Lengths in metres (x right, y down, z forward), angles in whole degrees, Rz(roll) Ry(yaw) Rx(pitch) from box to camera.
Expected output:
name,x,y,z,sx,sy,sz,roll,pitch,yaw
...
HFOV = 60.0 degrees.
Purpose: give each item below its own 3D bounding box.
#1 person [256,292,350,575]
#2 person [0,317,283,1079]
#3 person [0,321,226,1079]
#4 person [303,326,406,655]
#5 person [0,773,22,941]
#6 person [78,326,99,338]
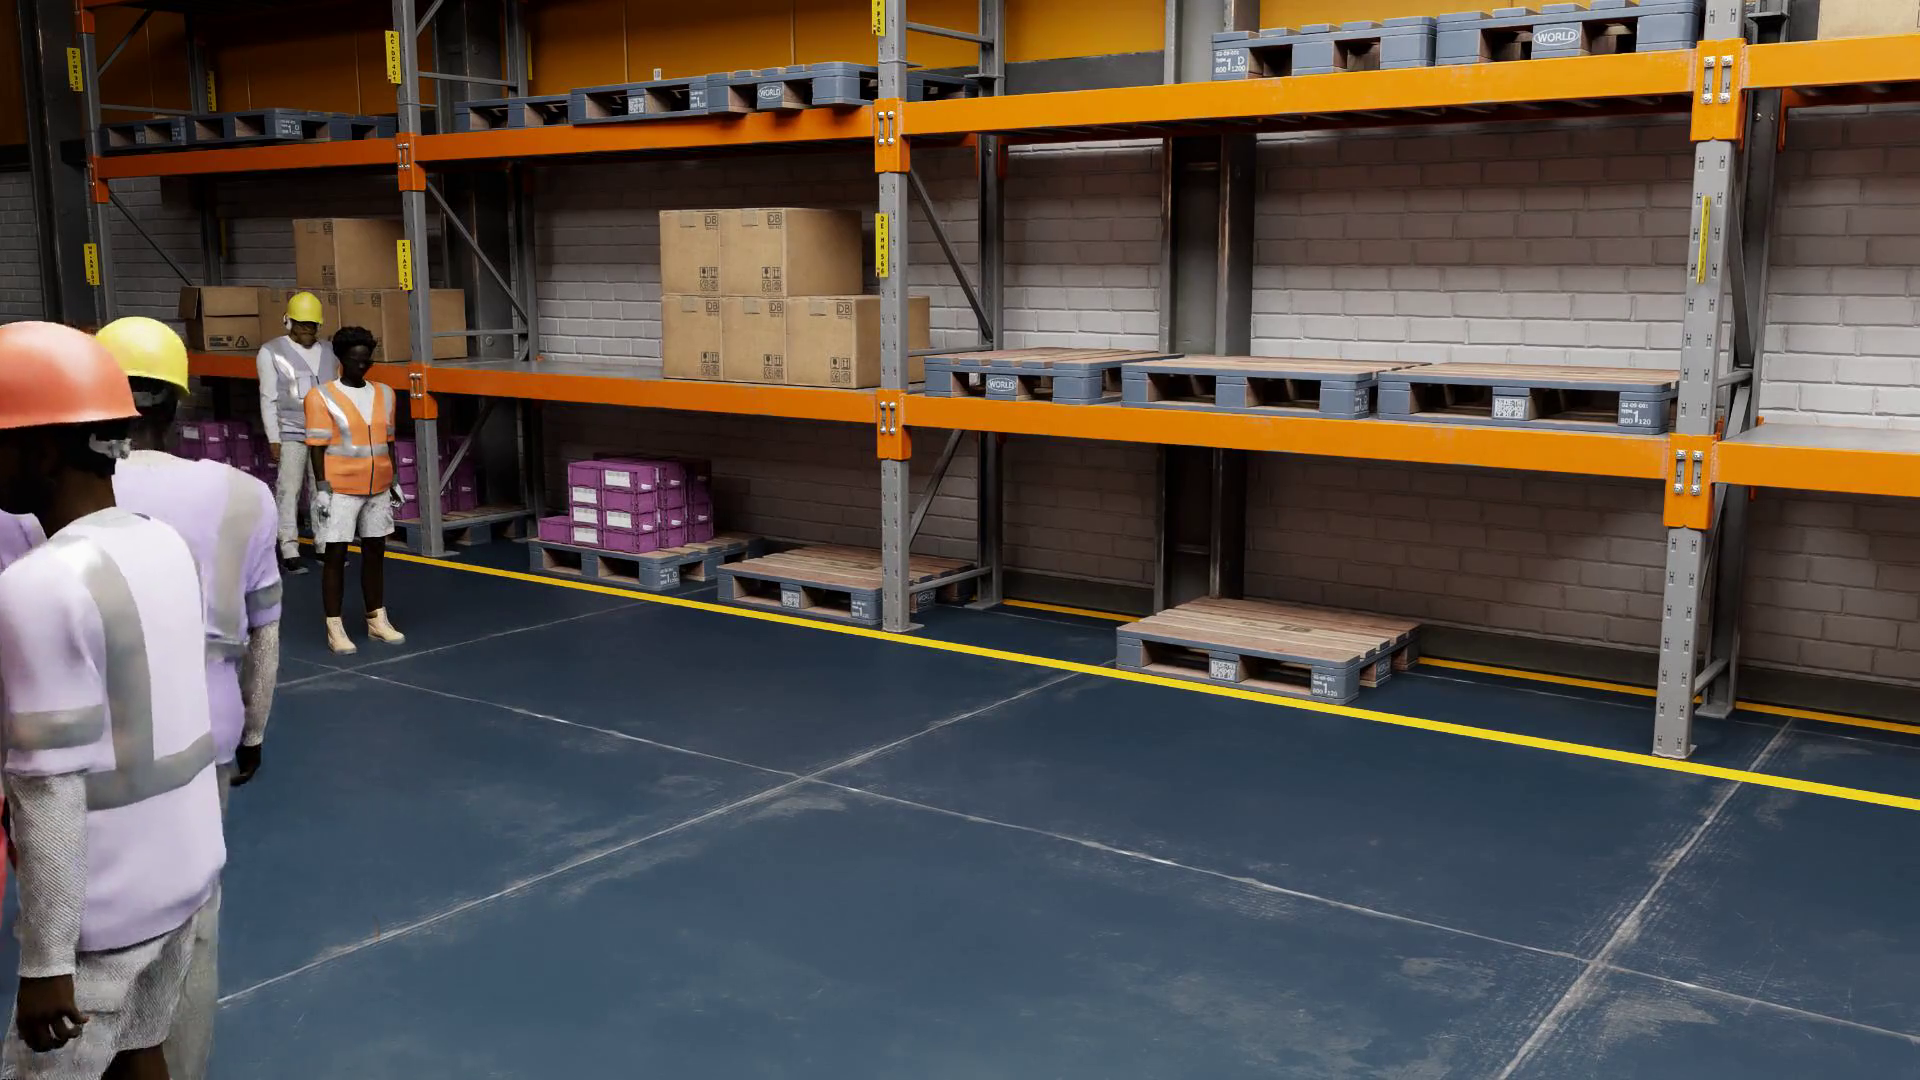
name,x,y,z,sx,sy,sz,roll,pitch,yaw
person,-4.252,-0.696,10.839,0.404,1.822,0.587,7,12,36
person,-1.845,0.448,3.786,0.621,1.895,0.506,-6,11,-34
person,-1.417,0.591,2.873,0.552,1.925,0.571,-1,10,-4
person,-3.135,-0.264,8.646,0.321,1.692,0.530,7,12,36
person,-2.760,0.390,4.662,0.526,1.727,0.880,1,10,6
person,-5.898,-0.656,11.280,0.497,1.594,0.850,-8,12,-39
